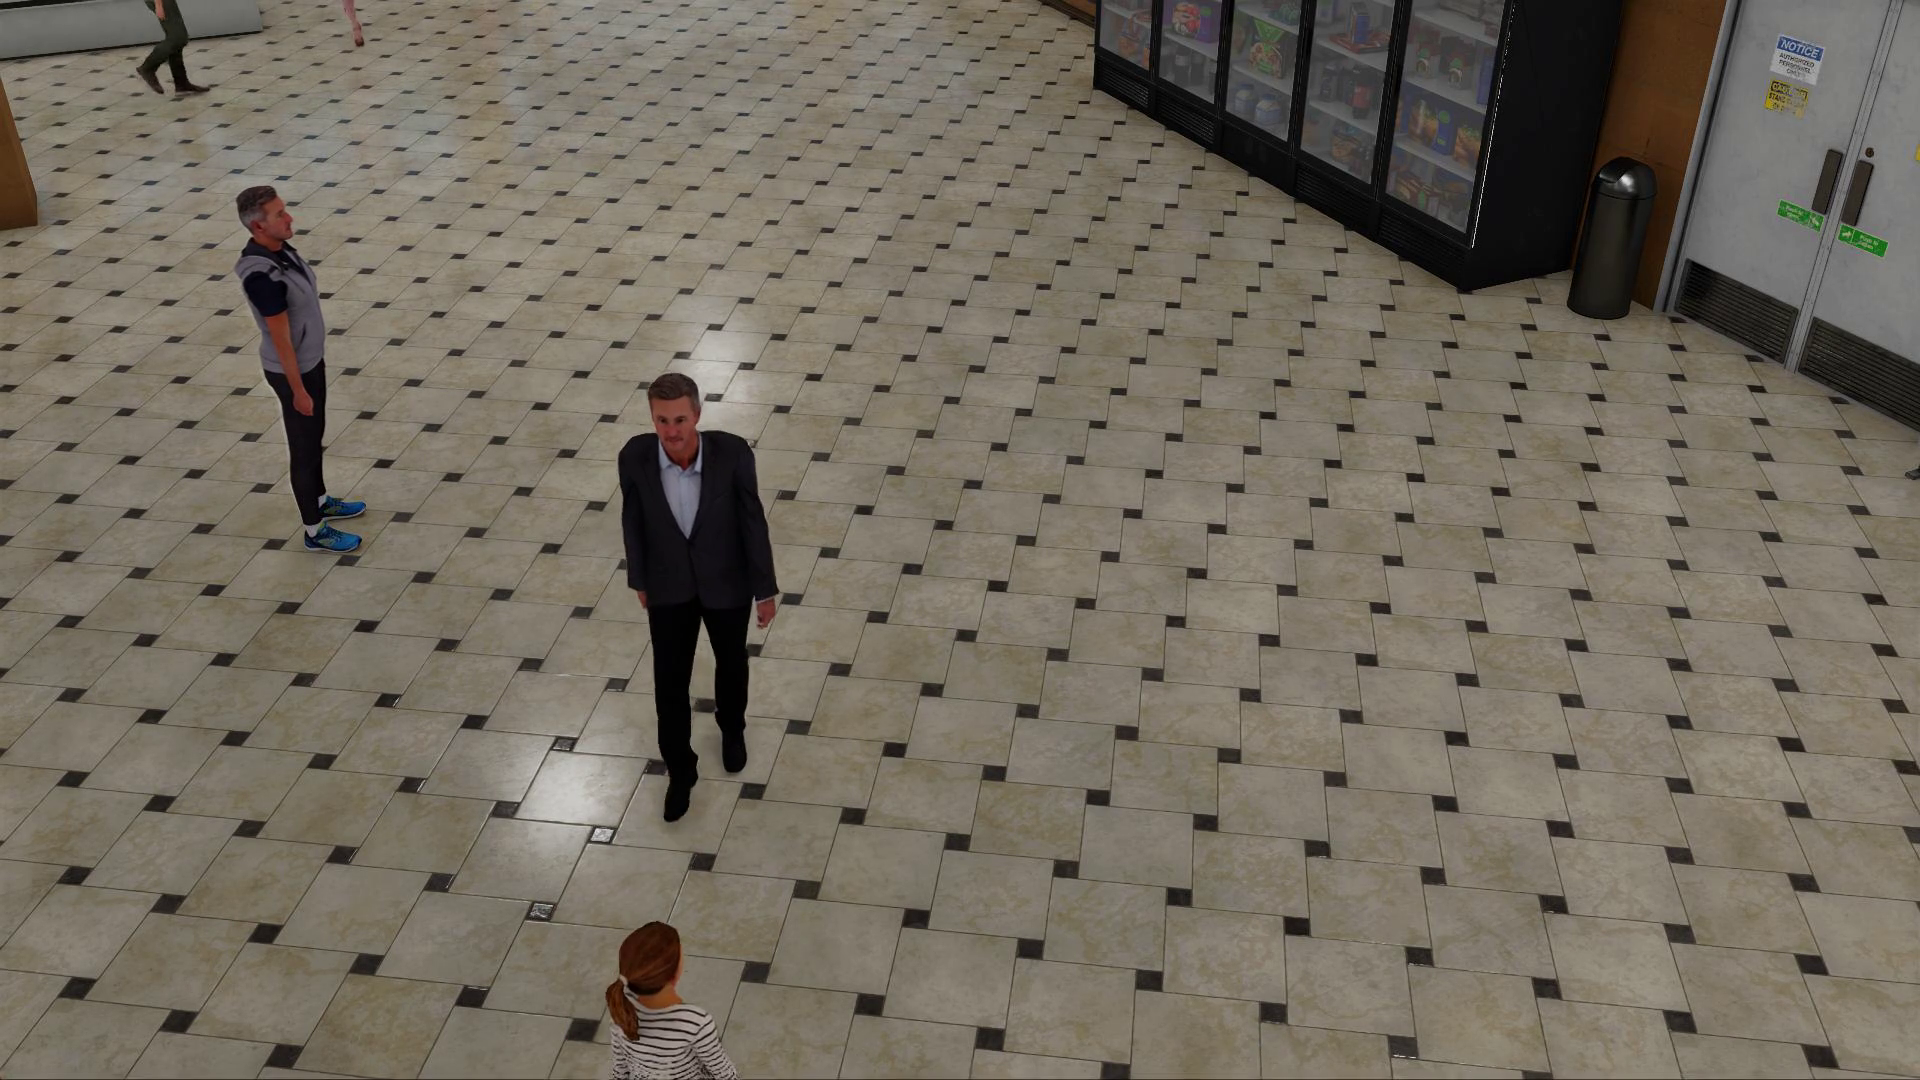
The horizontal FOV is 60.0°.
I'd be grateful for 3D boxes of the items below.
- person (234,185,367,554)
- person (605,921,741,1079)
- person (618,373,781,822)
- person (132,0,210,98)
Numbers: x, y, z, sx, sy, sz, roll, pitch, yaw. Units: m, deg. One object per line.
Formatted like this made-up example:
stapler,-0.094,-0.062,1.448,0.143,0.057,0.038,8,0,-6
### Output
person,-3.198,-0.824,7.988,0.635,1.828,0.740,-7,33,-12
person,-0.821,1.629,4.563,0.854,1.280,0.948,13,34,20
person,-1.003,0.126,6.471,0.889,1.817,0.937,-5,32,-8
person,-6.929,-4.608,14.244,0.786,1.643,0.567,-12,34,-19
